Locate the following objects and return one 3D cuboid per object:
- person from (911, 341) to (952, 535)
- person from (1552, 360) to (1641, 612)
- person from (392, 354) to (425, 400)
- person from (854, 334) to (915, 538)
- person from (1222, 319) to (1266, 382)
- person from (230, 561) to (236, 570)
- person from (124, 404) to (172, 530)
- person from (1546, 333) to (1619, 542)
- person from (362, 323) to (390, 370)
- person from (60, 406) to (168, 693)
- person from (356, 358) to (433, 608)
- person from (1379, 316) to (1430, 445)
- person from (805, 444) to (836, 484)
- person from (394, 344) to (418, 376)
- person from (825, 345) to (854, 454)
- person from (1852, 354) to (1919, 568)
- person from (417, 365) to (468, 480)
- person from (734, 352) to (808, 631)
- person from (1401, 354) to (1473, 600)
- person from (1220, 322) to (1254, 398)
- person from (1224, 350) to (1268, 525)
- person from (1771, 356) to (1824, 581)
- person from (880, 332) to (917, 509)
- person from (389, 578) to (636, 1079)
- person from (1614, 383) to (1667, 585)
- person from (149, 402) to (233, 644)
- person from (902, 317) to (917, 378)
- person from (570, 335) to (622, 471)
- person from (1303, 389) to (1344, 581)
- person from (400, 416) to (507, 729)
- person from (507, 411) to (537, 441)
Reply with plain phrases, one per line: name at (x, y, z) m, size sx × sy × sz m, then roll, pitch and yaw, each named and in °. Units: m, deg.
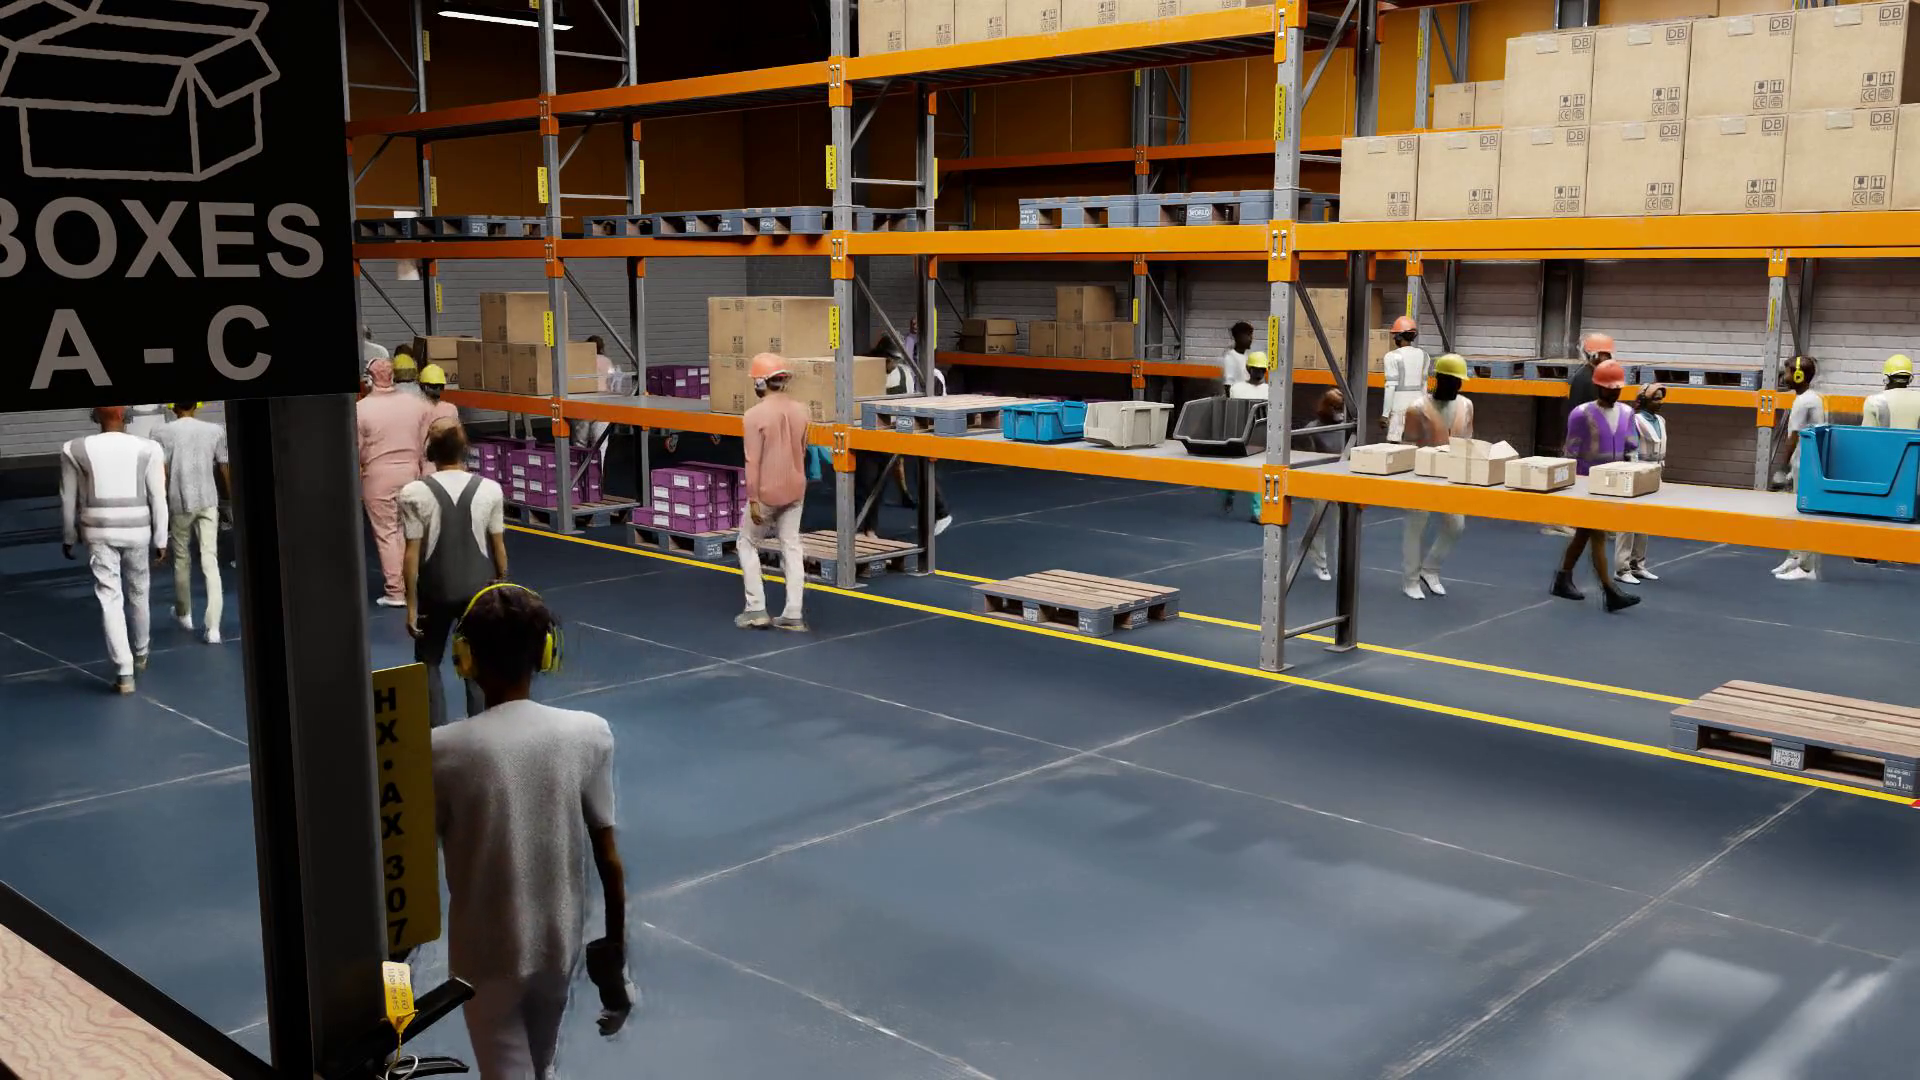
person at (-0.285, -0.972, 15.915) m, size 0.416 × 1.893 × 0.705 m, roll -3°, pitch 10°, yaw -15°
person at (4.875, -0.422, 12.577) m, size 0.537 × 1.874 × 0.977 m, roll -4°, pitch 10°, yaw -23°
person at (-5.423, -0.966, 16.368) m, size 0.511 × 1.727 × 0.374 m, roll -9°, pitch 13°, yaw -44°
person at (-0.720, -0.961, 15.407) m, size 0.721 × 2.000 × 0.791 m, roll -5°, pitch 11°, yaw -29°
person at (3.484, -1.746, 20.532) m, size 0.635 × 1.937 × 0.352 m, roll -5°, pitch 10°, yaw -28°
person at (-5.771, -0.619, 13.843) m, size 1.022 × 1.875 × 0.601 m, roll 7°, pitch 12°, yaw 38°
person at (-8.067, -1.050, 16.394) m, size 0.555 × 1.894 × 0.945 m, roll -7°, pitch 12°, yaw -38°
person at (6.035, -0.959, 15.664) m, size 0.998 × 1.942 × 0.655 m, roll 7°, pitch 12°, yaw 36°
person at (-7.202, -1.687, 20.259) m, size 0.707 × 1.902 × 0.431 m, roll -1°, pitch 9°, yaw -6°
person at (-5.211, -0.020, 10.272) m, size 0.594 × 1.831 × 0.982 m, roll -5°, pitch 11°, yaw -29°
person at (-4.412, -0.439, 12.657) m, size 0.666 × 1.885 × 0.680 m, roll 8°, pitch 12°, yaw 40°
person at (4.867, -1.439, 18.326) m, size 0.609 × 2.043 × 0.397 m, roll -5°, pitch 10°, yaw -28°
person at (-1.738, -1.548, 19.664) m, size 0.452 × 1.817 × 0.616 m, roll 1°, pitch 9°, yaw 7°
person at (-6.983, -1.685, 21.172) m, size 0.518 × 1.608 × 0.388 m, roll 2°, pitch 10°, yaw 15°
person at (-1.754, -2.132, 23.061) m, size 0.650 × 1.894 × 0.442 m, roll -3°, pitch 10°, yaw -18°
person at (7.974, -0.671, 14.260) m, size 0.600 × 1.831 × 0.404 m, roll 0°, pitch 9°, yaw 0°
person at (-4.445, -0.627, 14.258) m, size 0.834 × 1.730 × 0.553 m, roll 7°, pitch 11°, yaw 36°
person at (-1.345, -0.339, 11.823) m, size 0.661 × 1.971 × 0.629 m, roll 9°, pitch 13°, yaw 44°
person at (3.676, -0.481, 12.855) m, size 0.671 × 1.906 × 0.435 m, roll -2°, pitch 10°, yaw -15°
person at (3.354, -1.558, 19.371) m, size 0.885 × 1.932 × 0.631 m, roll 7°, pitch 11°, yaw 35°
person at (2.922, -1.042, 16.760) m, size 0.527 × 1.749 × 0.569 m, roll -2°, pitch 9°, yaw -12°
person at (6.878, -0.580, 13.654) m, size 0.482 × 1.847 × 0.540 m, roll 6°, pitch 11°, yaw 31°
person at (-0.752, -1.305, 17.969) m, size 0.971 × 1.899 × 0.557 m, roll 8°, pitch 12°, yaw 41°
person at (-1.131, 1.001, 4.021) m, size 0.543 × 1.824 × 0.932 m, roll -7°, pitch 12°, yaw -38°
person at (5.574, -0.464, 13.583) m, size 0.522 × 1.638 × 0.311 m, roll -8°, pitch 12°, yaw -39°
person at (-5.320, -0.219, 11.542) m, size 0.550 × 1.813 × 0.995 m, roll -7°, pitch 11°, yaw -35°
person at (-0.602, -2.168, 23.254) m, size 0.401 × 1.899 × 0.634 m, roll 2°, pitch 9°, yaw 10°
person at (-4.151, -1.407, 18.842) m, size 0.654 × 1.813 × 0.478 m, roll -3°, pitch 10°, yaw -15°
person at (3.022, -0.422, 13.428) m, size 0.517 × 1.588 × 0.770 m, roll -1°, pitch 9°, yaw -5°
person at (-2.528, 0.297, 8.354) m, size 0.524 × 1.829 × 0.533 m, roll -5°, pitch 10°, yaw -26°
person at (-6.562, -2.276, 24.700) m, size 0.512 × 1.638 × 0.312 m, roll 2°, pitch 9°, yaw 10°
